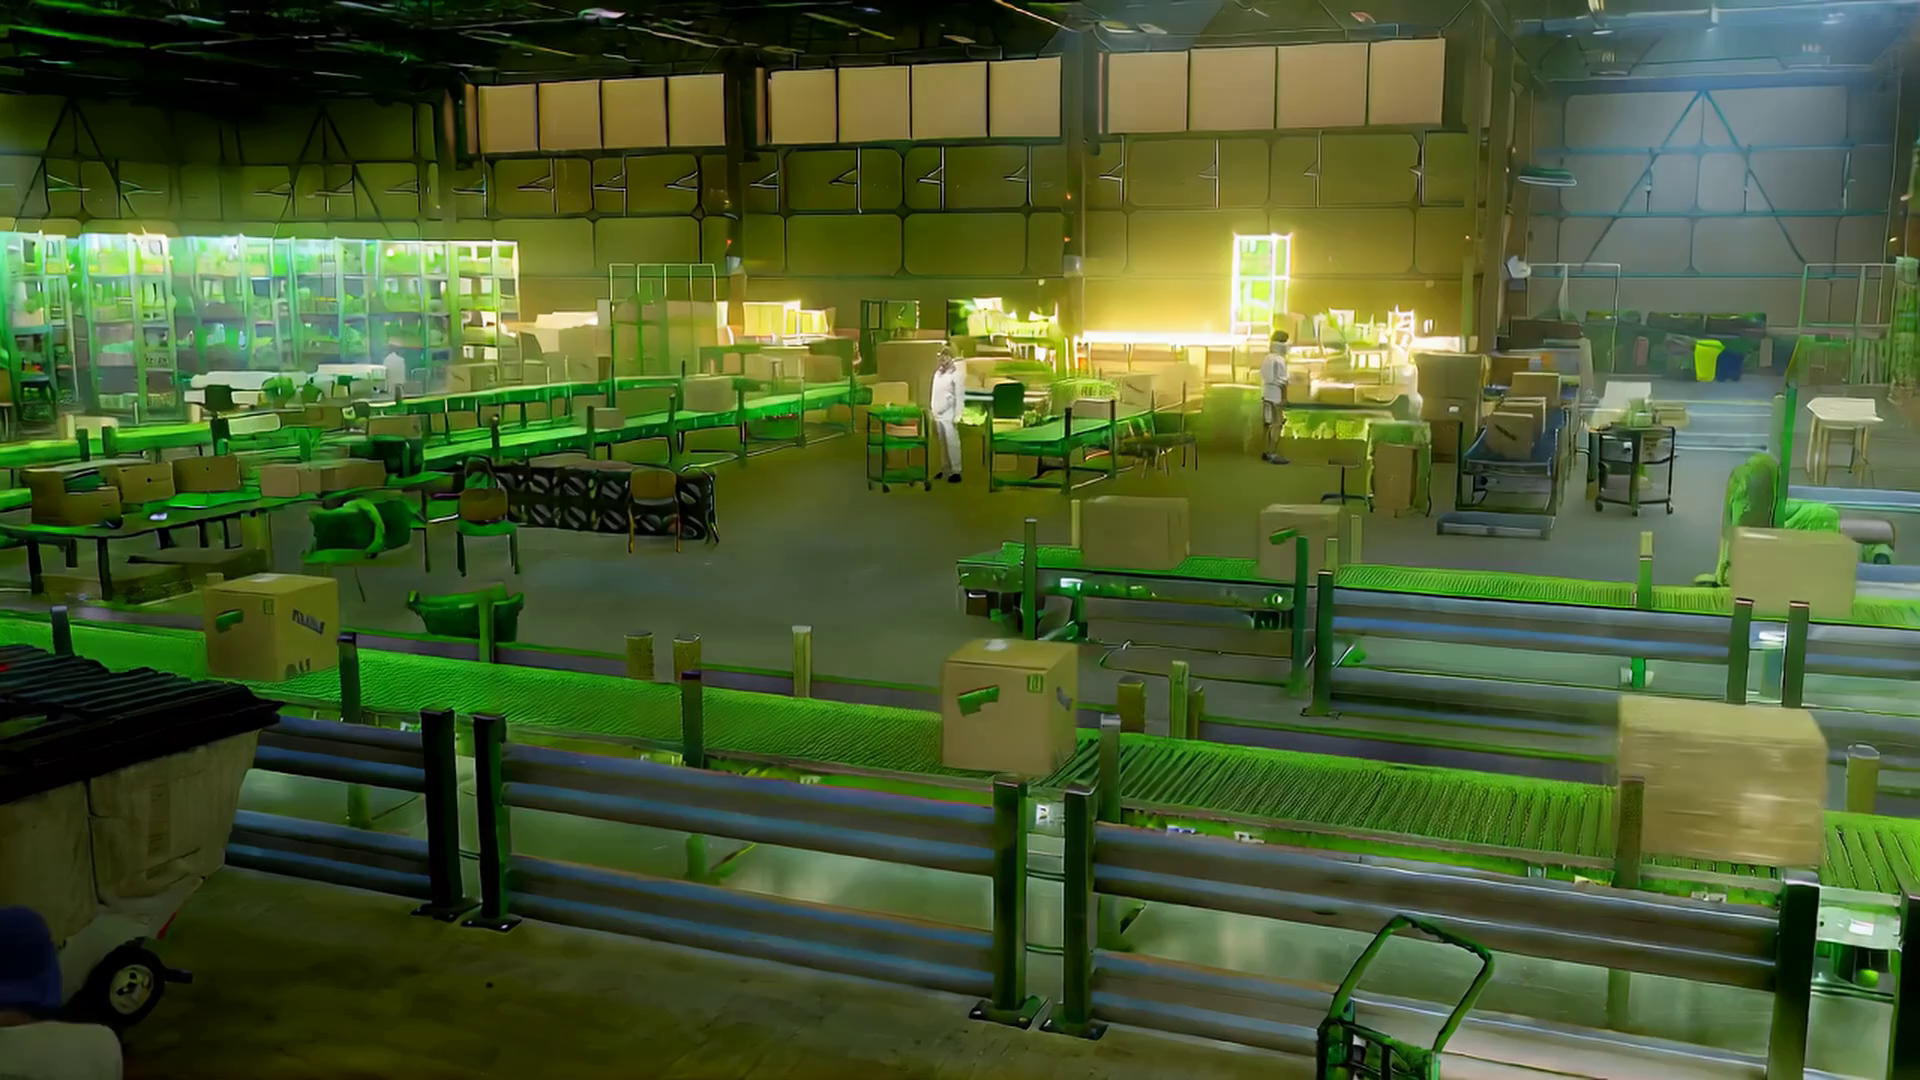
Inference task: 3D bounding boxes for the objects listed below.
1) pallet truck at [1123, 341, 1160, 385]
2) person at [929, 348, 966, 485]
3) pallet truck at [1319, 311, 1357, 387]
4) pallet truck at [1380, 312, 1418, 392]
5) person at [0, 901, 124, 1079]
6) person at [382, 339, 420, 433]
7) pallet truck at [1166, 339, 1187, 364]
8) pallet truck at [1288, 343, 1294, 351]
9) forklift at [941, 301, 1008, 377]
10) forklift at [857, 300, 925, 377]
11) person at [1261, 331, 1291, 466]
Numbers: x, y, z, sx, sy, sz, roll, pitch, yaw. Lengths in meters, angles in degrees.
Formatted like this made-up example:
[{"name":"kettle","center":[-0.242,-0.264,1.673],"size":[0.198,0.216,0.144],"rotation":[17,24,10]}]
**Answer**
[{"name":"pallet truck","center":[4.445,-4.380,41.279],"size":[0.680,1.201,1.601],"rotation":[4,10,22]},{"name":"person","center":[-0.193,-1.726,23.180],"size":[0.399,1.900,0.645],"rotation":[-6,11,-33]},{"name":"pallet truck","center":[9.071,-4.419,39.190],"size":[0.823,1.965,1.885],"rotation":[5,10,26]},{"name":"pallet truck","center":[10.207,-4.283,38.369],"size":[0.823,1.965,1.885],"rotation":[3,10,20]},{"name":"person","center":[-2.147,1.630,3.768],"size":[0.513,1.594,0.592],"rotation":[-3,10,-19]},{"name":"person","center":[-10.061,-2.729,29.760],"size":[0.549,1.714,0.892],"rotation":[4,10,25]},{"name":"pallet truck","center":[5.418,-4.269,40.420],"size":[0.704,1.261,1.522],"rotation":[3,10,20]},{"name":"pallet truck","center":[7.886,-4.163,39.743],"size":[0.653,1.274,1.630],"rotation":[4,10,22]},{"name":"forklift","center":[0.365,-4.966,41.571],"size":[1.157,1.987,2.680],"rotation":[3,10,20]},{"name":"forklift","center":[-1.732,-5.109,42.468],"size":[1.157,1.987,2.680],"rotation":[4,10,22]},{"name":"person","center":[4.822,-2.141,25.249],"size":[0.388,2.041,0.615],"rotation":[-4,10,-21]}]
